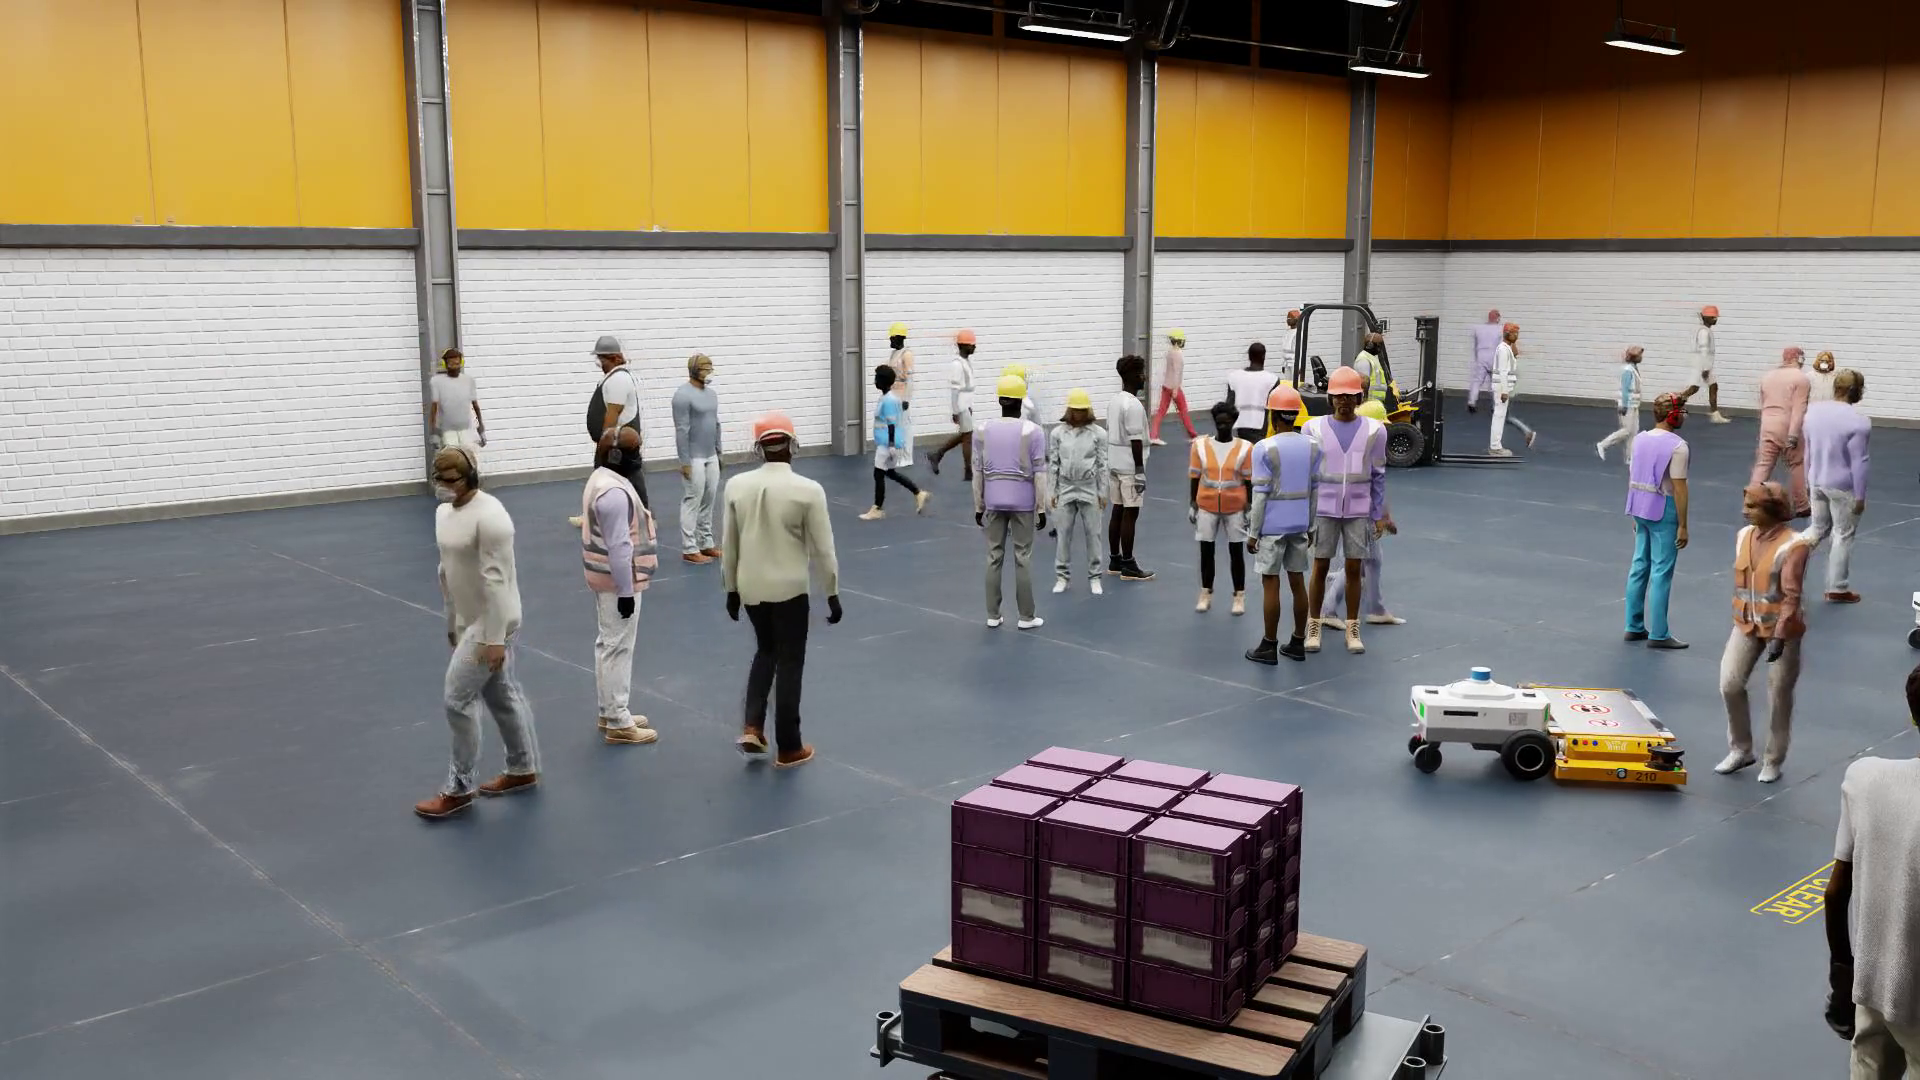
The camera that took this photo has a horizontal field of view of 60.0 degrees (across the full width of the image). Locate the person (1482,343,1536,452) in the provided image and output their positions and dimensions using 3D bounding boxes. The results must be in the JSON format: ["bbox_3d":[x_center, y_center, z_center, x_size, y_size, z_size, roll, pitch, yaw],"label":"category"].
[{"bbox_3d":[7.907,-2.057,23.849,0.681,1.609,0.506,4,11,23],"label":"person"}]

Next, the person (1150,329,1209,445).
[{"bbox_3d":[3.241,-2.259,24.708,0.925,1.716,0.540,-3,10,-14],"label":"person"}]

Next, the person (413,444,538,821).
[{"bbox_3d":[-2.474,0.453,8.366,0.824,1.890,0.679,-8,13,-40],"label":"person"}]

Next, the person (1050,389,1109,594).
[{"bbox_3d":[0.990,-0.396,13.830,0.494,1.732,0.381,2,10,10],"label":"person"}]

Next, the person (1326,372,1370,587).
[{"bbox_3d":[3.379,-0.512,14.178,0.344,1.839,0.505,-2,10,-9],"label":"person"}]

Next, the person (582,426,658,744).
[{"bbox_3d":[-1.971,0.254,9.686,0.428,1.840,0.631,-3,10,-18],"label":"person"}]

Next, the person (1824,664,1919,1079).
[{"bbox_3d":[2.398,1.183,4.159,0.311,1.869,0.533,-3,10,-17],"label":"person"}]

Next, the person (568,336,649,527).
[{"bbox_3d":[-3.631,-1.098,17.011,0.935,2.000,0.706,-3,10,-20],"label":"person"}]

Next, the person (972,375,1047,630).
[{"bbox_3d":[0.379,-0.280,12.554,0.586,1.928,0.369,4,10,20],"label":"person"}]

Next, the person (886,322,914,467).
[{"bbox_3d":[-0.812,-1.947,22.310,0.363,1.930,0.588,-5,11,-26],"label":"person"}]

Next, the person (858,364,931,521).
[{"bbox_3d":[-0.699,-1.038,17.744,0.723,1.676,0.538,-1,10,-5],"label":"person"}]

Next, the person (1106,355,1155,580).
[{"bbox_3d":[1.478,-0.636,14.525,0.368,1.966,0.602,-3,10,-16],"label":"person"}]

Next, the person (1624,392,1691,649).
[{"bbox_3d":[5.023,-0.142,11.982,0.384,1.845,0.569,-3,10,-15],"label":"person"}]

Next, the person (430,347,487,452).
[{"bbox_3d":[-5.509,-1.198,18.181,0.588,1.847,0.573,-7,12,-34],"label":"person"}]

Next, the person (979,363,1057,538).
[{"bbox_3d":[0.680,-0.879,16.562,0.902,1.768,0.630,1,10,4],"label":"person"}]

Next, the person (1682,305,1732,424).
[{"bbox_3d":[12.512,-2.971,28.113,1.021,2.004,0.623,6,11,32],"label":"person"}]

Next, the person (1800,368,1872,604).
[{"bbox_3d":[7.008,-0.421,13.385,0.669,1.925,0.642,-3,10,-18],"label":"person"}]

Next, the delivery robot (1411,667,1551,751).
[{"bbox_3d":[2.850,0.942,9.139,0.707,0.478,0.477,1,10,8],"label":"delivery robot"}]

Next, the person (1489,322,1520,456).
[{"bbox_3d":[7.677,-2.124,23.480,0.342,1.881,0.582,3,10,17],"label":"person"}]

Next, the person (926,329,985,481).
[{"bbox_3d":[-0.031,-1.690,20.844,0.738,1.921,0.558,2,10,11],"label":"person"}]

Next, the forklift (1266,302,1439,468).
[{"bbox_3d":[5.320,-2.157,22.763,2.313,2.155,1.214,3,10,16],"label":"forklift"}]

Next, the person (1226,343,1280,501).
[{"bbox_3d":[3.259,-1.232,18.332,0.613,1.861,1.016,6,11,31],"label":"person"}]

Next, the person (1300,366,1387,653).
[{"bbox_3d":[2.700,-0.207,11.786,0.614,2.042,0.373,1,10,7],"label":"person"}]

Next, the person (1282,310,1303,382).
[{"bbox_3d":[5.743,-3.022,28.743,0.356,1.883,0.573,-4,10,-20],"label":"person"}]

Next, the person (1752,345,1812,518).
[{"bbox_3d":[8.922,-1.160,17.903,0.916,1.854,0.662,-3,10,-19],"label":"person"}]

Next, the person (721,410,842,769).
[{"bbox_3d":[-0.973,0.278,9.157,0.655,1.971,0.428,5,11,27],"label":"person"}]

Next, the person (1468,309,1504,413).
[{"bbox_3d":[9.492,-3.213,29.933,0.640,1.866,0.947,8,12,39],"label":"person"}]

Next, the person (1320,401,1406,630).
[{"bbox_3d":[3.037,-0.179,12.524,0.684,1.741,0.535,1,10,4],"label":"person"}]

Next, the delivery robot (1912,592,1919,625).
[{"bbox_3d":[7.138,0.500,11.728,0.707,0.478,0.477,2,10,11],"label":"delivery robot"}]

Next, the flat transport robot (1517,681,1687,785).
[{"bbox_3d":[3.610,1.074,9.469,0.652,0.197,1.431,2,10,9],"label":"flat transport robot"}]

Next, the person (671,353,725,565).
[{"bbox_3d":[-2.389,-0.746,15.279,0.382,1.933,0.641,4,11,23],"label":"person"}]

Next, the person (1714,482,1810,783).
[{"bbox_3d":[4.283,0.499,8.892,0.441,1.621,0.492,-5,11,-29],"label":"person"}]

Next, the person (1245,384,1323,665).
[{"bbox_3d":[2.216,-0.103,11.488,0.545,1.939,0.354,-4,11,-25],"label":"person"}]

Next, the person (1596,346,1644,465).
[{"bbox_3d":[8.957,-1.806,22.395,0.553,1.625,0.521,6,11,32],"label":"person"}]

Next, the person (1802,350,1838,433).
[{"bbox_3d":[10.847,-1.575,21.002,0.500,1.632,0.286,0,10,-1],"label":"person"}]

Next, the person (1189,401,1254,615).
[{"bbox_3d":[2.061,-0.249,13.072,0.537,1.695,0.320,3,10,15],"label":"person"}]

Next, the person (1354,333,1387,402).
[{"bbox_3d":[5.267,-1.746,21.409,0.429,1.838,0.621,4,10,20],"label":"person"}]
